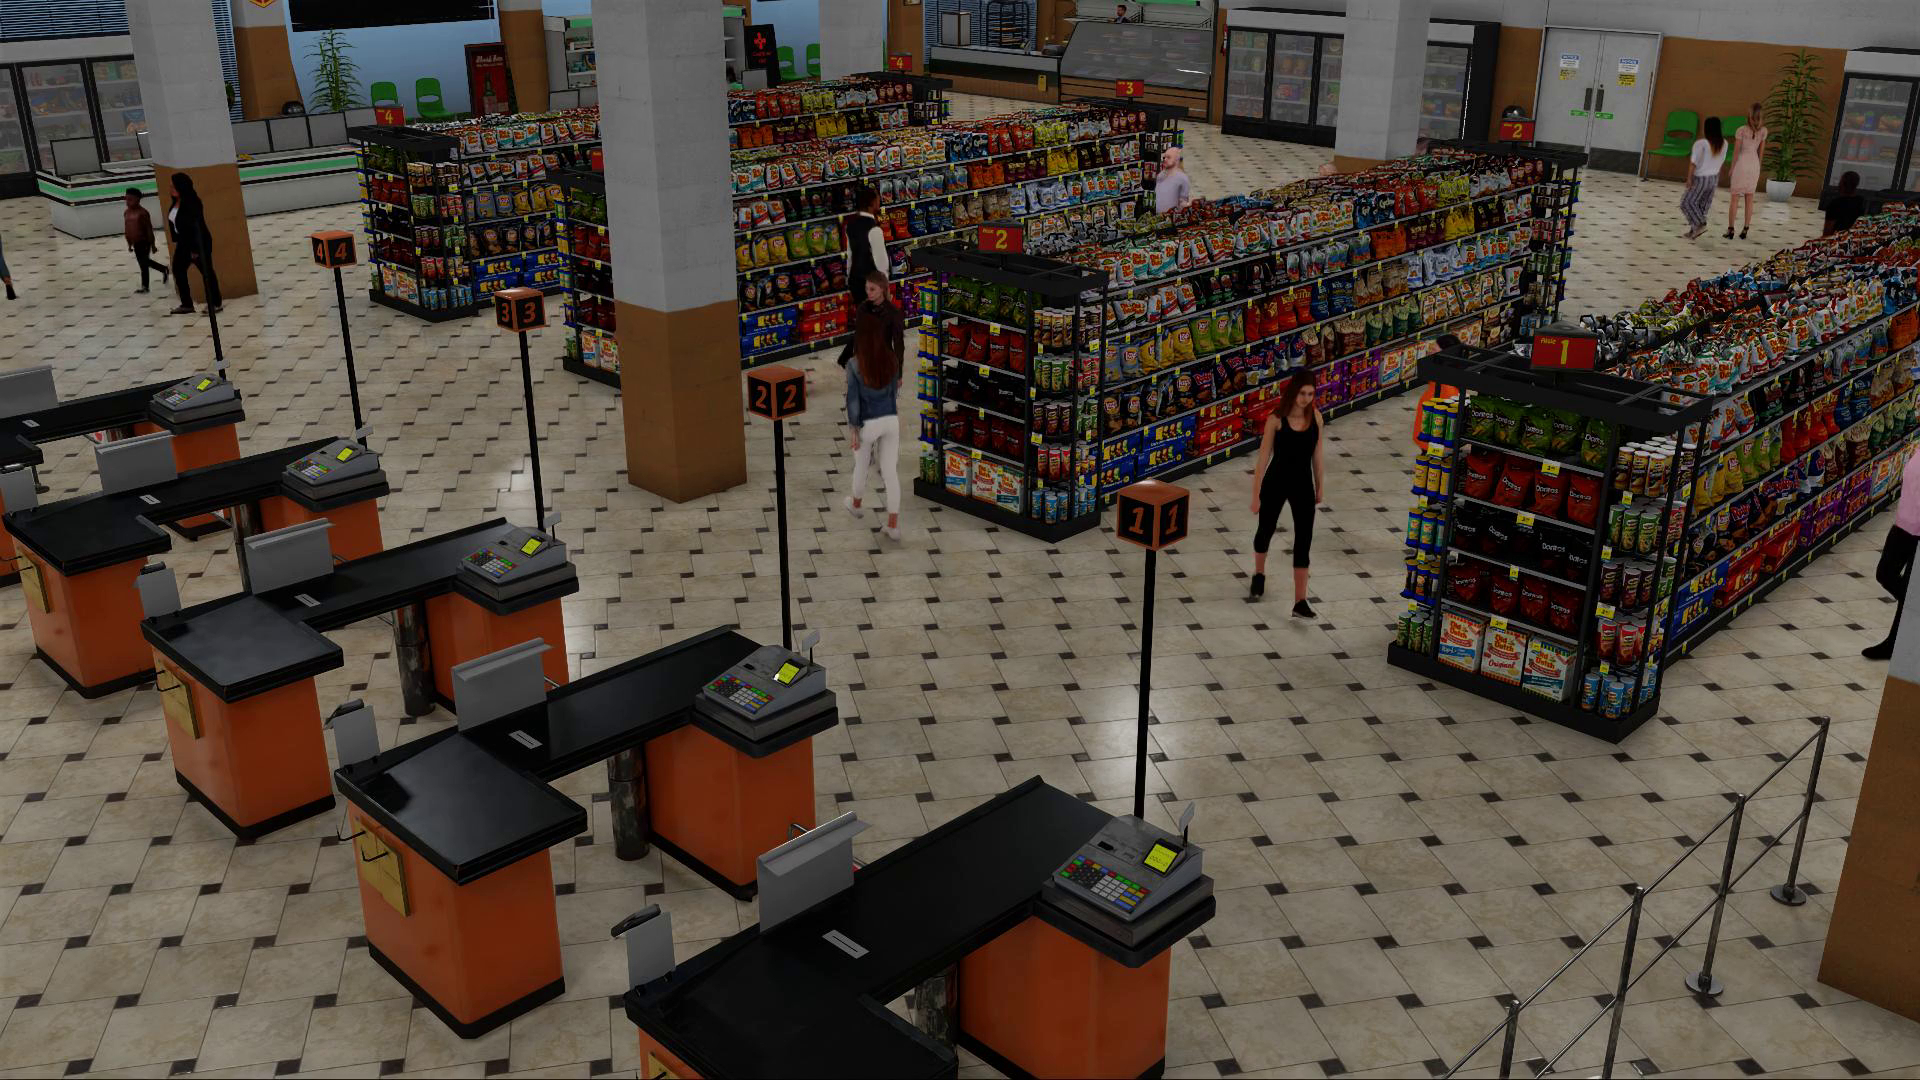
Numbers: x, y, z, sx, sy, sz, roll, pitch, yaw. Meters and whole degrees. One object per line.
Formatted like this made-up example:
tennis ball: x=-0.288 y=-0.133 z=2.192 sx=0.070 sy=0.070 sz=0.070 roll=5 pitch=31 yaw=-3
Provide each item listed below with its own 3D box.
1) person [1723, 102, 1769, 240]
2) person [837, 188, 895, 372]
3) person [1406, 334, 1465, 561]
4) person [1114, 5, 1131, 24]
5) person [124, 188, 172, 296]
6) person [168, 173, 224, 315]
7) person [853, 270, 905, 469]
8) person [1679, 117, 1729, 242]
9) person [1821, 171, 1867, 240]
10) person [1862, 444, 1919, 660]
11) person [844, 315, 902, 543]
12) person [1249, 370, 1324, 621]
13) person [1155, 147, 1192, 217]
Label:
person: x=10.685 y=-5.003 z=22.617 sx=0.639 sy=1.805 sz=0.679 roll=2 pitch=22 yaw=5
person: x=-0.955 y=-2.416 z=16.044 sx=0.852 sy=1.906 sz=0.766 roll=-15 pitch=26 yaw=-33
person: x=3.391 y=-0.600 z=11.740 sx=0.767 sy=1.744 sz=0.698 roll=1 pitch=22 yaw=1
person: x=3.724 y=-11.420 z=38.504 sx=0.582 sy=1.868 sz=0.633 roll=-19 pitch=29 yaw=-39
person: x=-9.693 y=-3.571 z=19.813 sx=0.743 sy=1.238 sz=0.920 roll=8 pitch=23 yaw=19
person: x=-8.564 y=-3.335 z=18.748 sx=0.731 sy=1.595 sz=0.844 roll=14 pitch=26 yaw=31
person: x=-0.669 y=-1.411 z=13.813 sx=0.665 sy=1.704 sz=0.623 roll=10 pitch=24 yaw=24
person: x=10.044 y=-4.840 z=22.394 sx=0.963 sy=1.669 sz=0.987 roll=-5 pitch=22 yaw=-12
person: x=9.252 y=-2.973 z=17.548 sx=0.661 sy=1.819 sz=0.801 roll=-7 pitch=23 yaw=-16
person: x=6.104 y=-0.045 z=10.447 sx=0.903 sy=1.679 sz=0.829 roll=-3 pitch=22 yaw=-6
person: x=-0.577 y=-0.786 z=12.328 sx=1.109 sy=1.651 sz=0.965 roll=-8 pitch=23 yaw=-20
person: x=2.186 y=-0.351 z=11.208 sx=1.136 sy=1.679 sz=1.152 roll=-1 pitch=22 yaw=-3
person: x=2.464 y=-3.581 z=19.063 sx=0.831 sy=1.817 sz=0.736 roll=-18 pitch=28 yaw=-38
